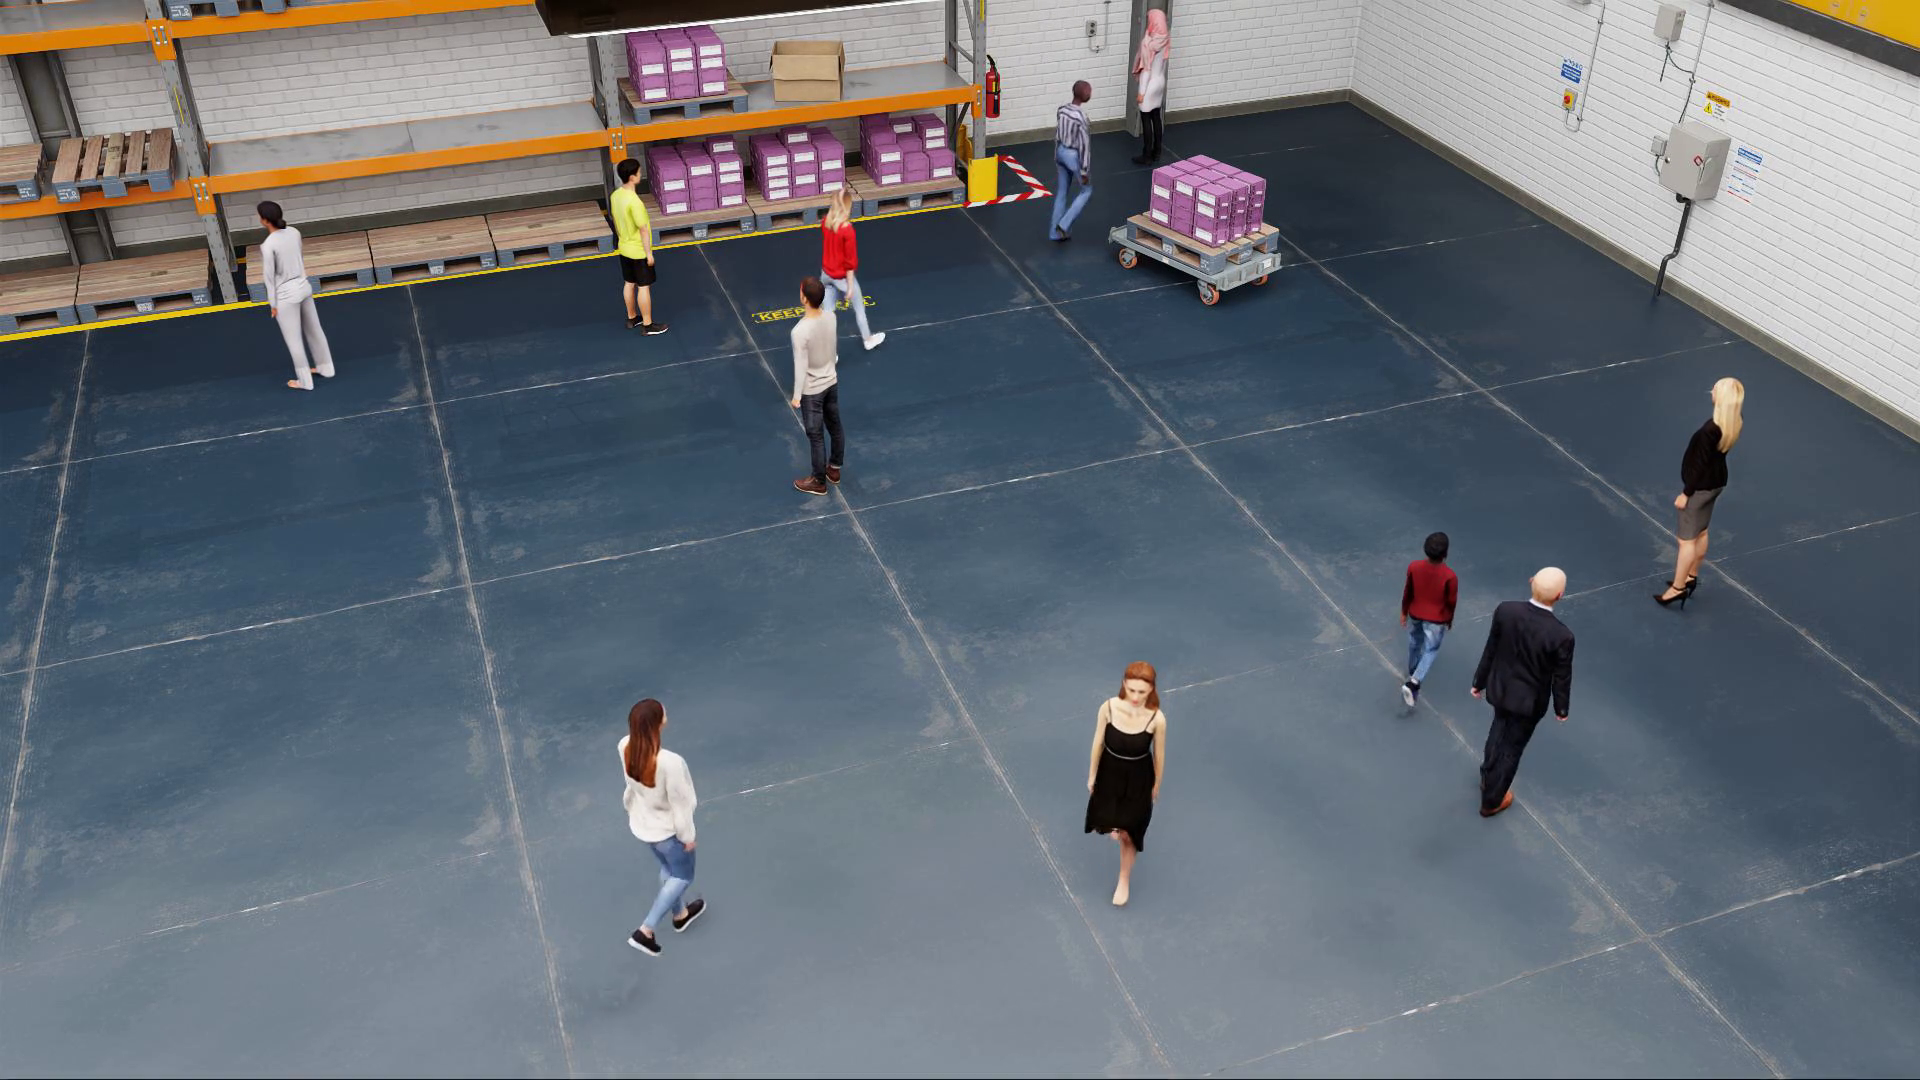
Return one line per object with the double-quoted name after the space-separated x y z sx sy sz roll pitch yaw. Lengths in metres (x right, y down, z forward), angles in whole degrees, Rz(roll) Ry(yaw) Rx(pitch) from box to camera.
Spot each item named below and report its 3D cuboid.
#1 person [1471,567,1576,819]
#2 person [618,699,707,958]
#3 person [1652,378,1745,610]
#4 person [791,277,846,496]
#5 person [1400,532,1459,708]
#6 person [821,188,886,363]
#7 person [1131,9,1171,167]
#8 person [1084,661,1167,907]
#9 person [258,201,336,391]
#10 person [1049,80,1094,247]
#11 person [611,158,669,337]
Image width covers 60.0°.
3.314 0.959 10.005 0.823 1.786 0.822 -28 43 -36 "person"
-1.677 1.617 9.115 0.869 1.676 0.977 23 40 30 "person"
5.311 -0.337 11.903 0.744 1.843 0.624 29 43 36 "person"
-1.129 -1.225 13.216 0.807 1.868 0.708 21 39 29 "person"
3.127 0.522 11.155 0.754 1.241 0.888 22 39 29 "person"
-1.156 -2.330 15.061 0.938 1.666 1.119 25 41 32 "person"
2.232 -5.273 19.365 0.790 1.803 0.682 27 42 34 "person"
0.971 1.329 9.608 0.884 1.610 0.909 10 35 14 "person"
-5.932 -2.187 14.786 0.748 1.733 0.702 12 36 18 "person"
1.108 -3.862 17.268 0.784 1.776 0.814 -28 43 -35 "person"
-3.068 -2.765 15.679 0.665 1.708 0.696 -28 43 -36 "person"
